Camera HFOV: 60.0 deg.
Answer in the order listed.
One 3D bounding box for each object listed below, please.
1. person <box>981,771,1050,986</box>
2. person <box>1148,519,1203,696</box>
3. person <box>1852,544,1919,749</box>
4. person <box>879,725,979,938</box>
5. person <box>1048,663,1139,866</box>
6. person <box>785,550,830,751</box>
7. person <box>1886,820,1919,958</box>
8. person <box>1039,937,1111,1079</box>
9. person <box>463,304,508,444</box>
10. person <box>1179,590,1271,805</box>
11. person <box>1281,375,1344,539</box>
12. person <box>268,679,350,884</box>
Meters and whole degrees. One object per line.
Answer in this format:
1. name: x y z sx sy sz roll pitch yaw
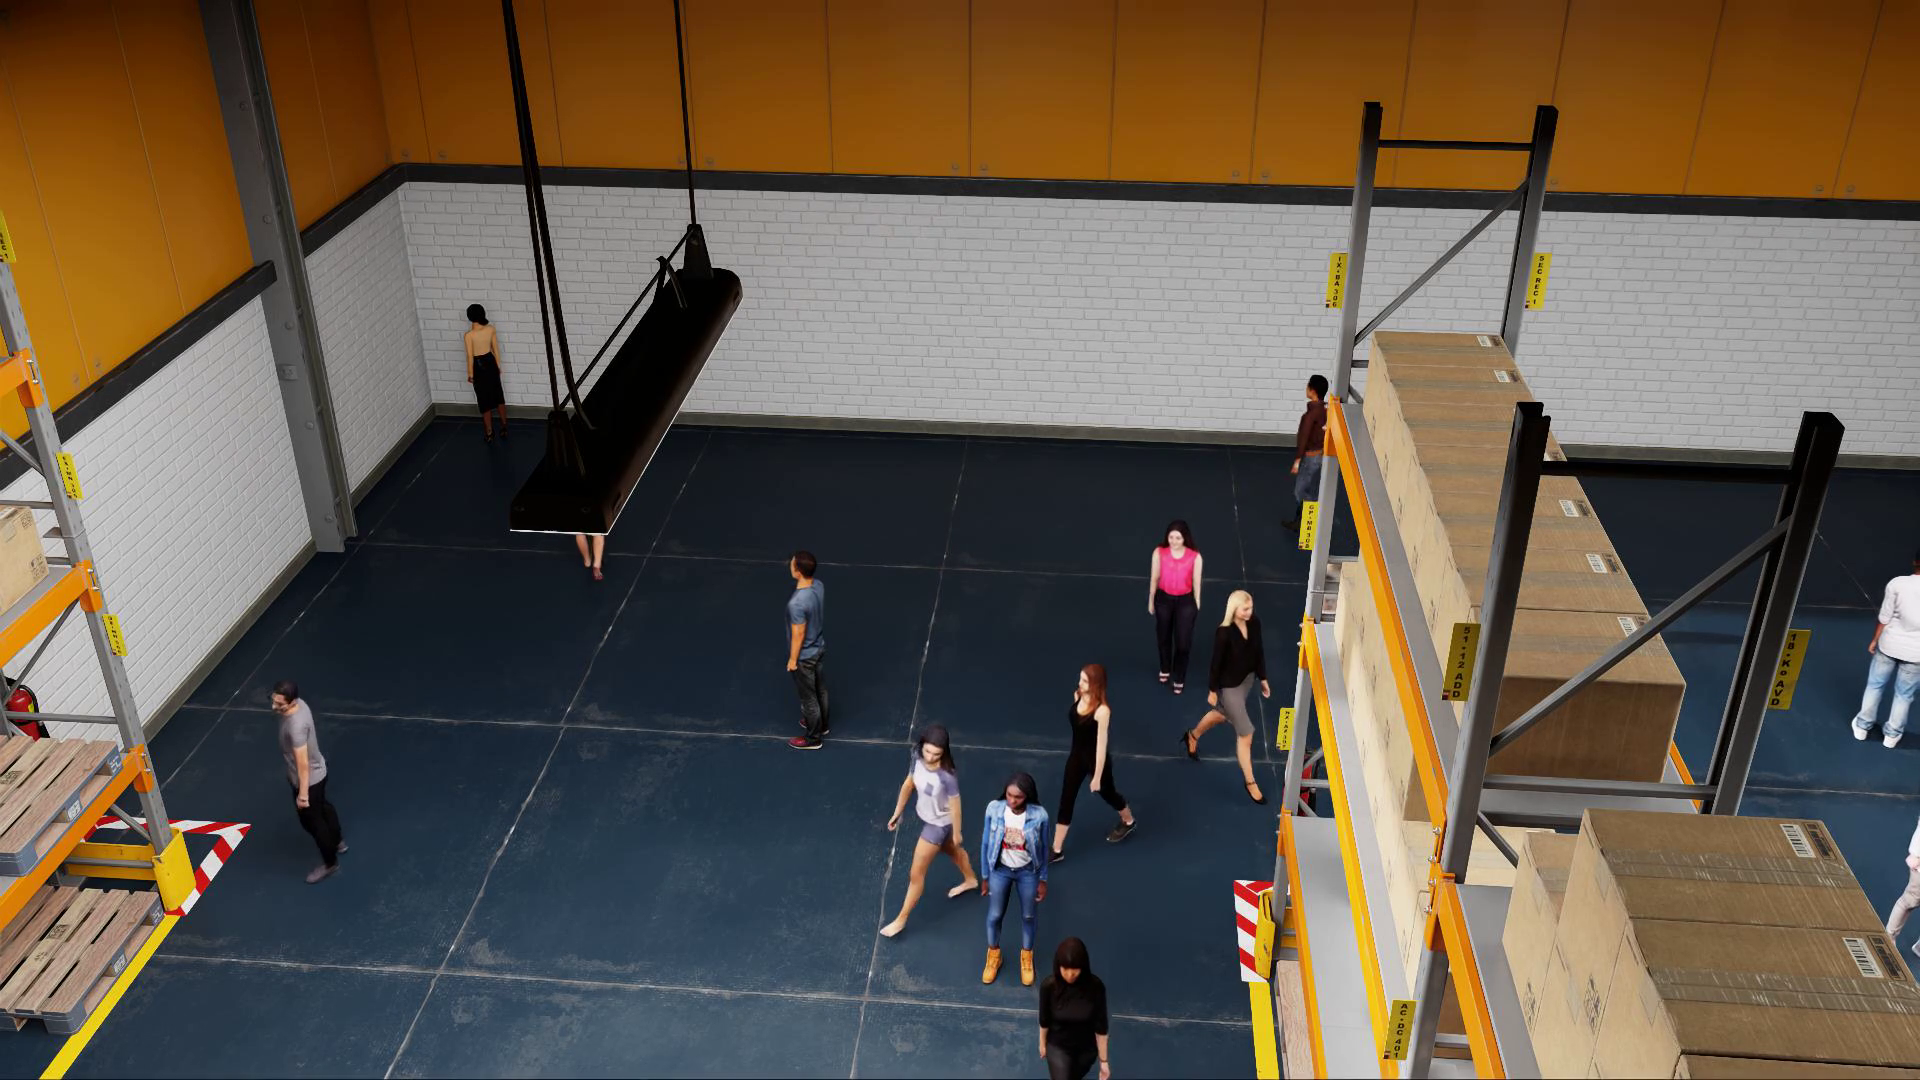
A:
1. person: 0.369 2.256 11.223 0.600 1.713 0.507 3 29 6
2. person: 1.877 0.531 14.459 0.654 1.643 0.731 8 30 14
3. person: 7.763 0.864 13.690 0.732 1.796 0.743 17 33 29
4. person: -0.108 1.979 11.772 1.121 1.673 1.132 -17 33 -29
5. person: 1.051 1.644 12.378 1.129 1.683 1.142 -17 33 -29
6. person: -1.246 0.888 13.629 0.752 1.810 0.553 8 30 15
7. person: 6.698 2.148 11.291 0.662 1.838 0.526 2 29 3
8. person: 0.687 2.982 10.002 0.666 1.608 1.095 -1 29 -2
9. person: -5.402 -1.906 18.916 0.720 1.653 0.646 24 37 37
10. person: 2.096 1.167 13.138 1.158 1.792 1.178 -24 36 -36
11. person: 3.611 -0.790 16.756 0.967 1.763 0.993 18 33 29
12. person: -4.788 1.697 12.216 0.927 1.743 0.746 -6 29 -10
